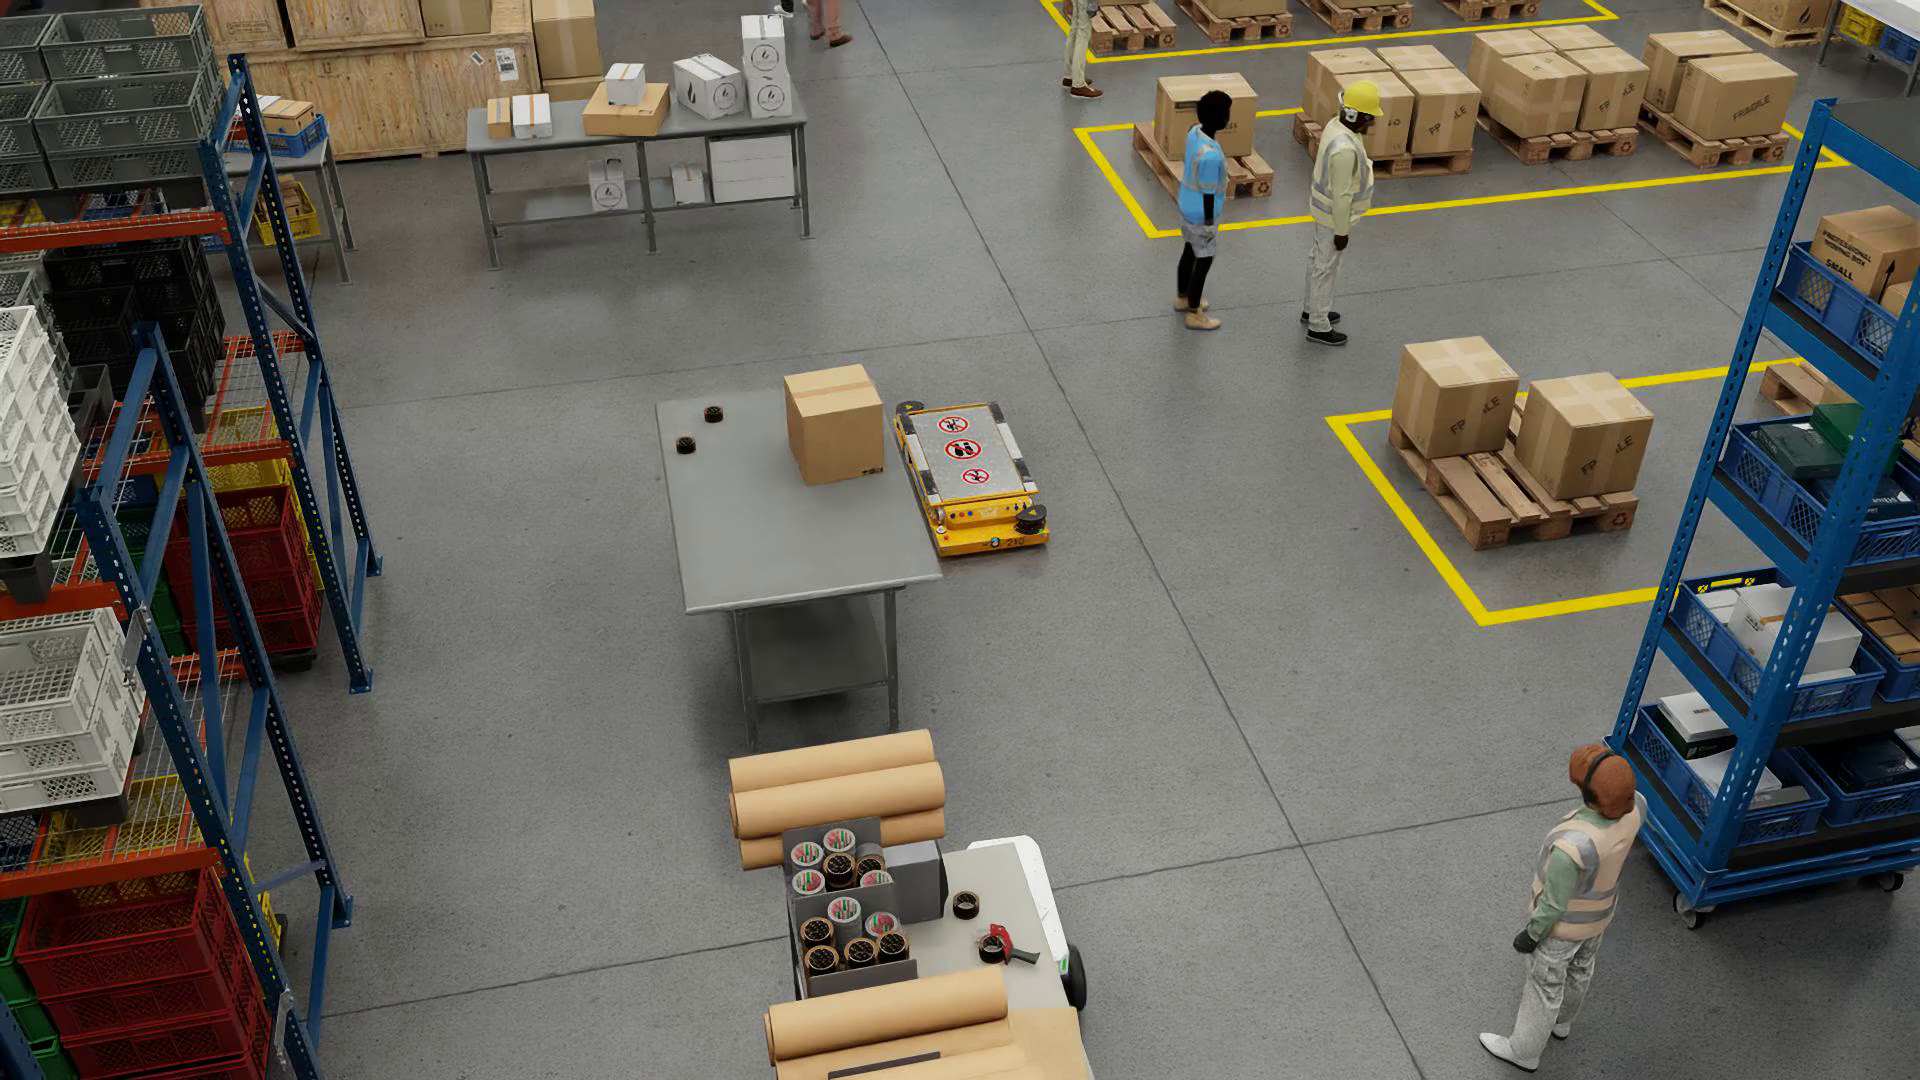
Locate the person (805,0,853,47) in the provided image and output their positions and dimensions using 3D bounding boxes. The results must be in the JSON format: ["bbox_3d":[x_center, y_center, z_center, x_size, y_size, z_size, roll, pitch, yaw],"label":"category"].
[{"bbox_3d":[-1.294,-5.690,15.826,0.646,1.908,0.405,15,39,19],"label":"person"}]

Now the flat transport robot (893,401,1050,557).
[{"bbox_3d":[0.046,-0.430,10.108,0.652,0.197,1.431,-8,37,-10],"label":"flat transport robot"}]

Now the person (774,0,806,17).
[{"bbox_3d":[-1.666,-6.174,16.471,0.585,1.910,0.389,-19,41,-23],"label":"person"}]

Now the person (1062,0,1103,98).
[{"bbox_3d":[1.113,-4.888,14.772,0.309,1.868,0.535,-8,37,-11],"label":"person"}]

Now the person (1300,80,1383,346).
[{"bbox_3d":[2.553,-2.210,11.212,0.404,1.821,0.589,3,37,4],"label":"person"}]

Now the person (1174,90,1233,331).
[{"bbox_3d":[1.665,-2.257,11.386,0.327,1.692,0.539,-3,37,-4],"label":"person"}]

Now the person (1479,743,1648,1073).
[{"bbox_3d":[2.363,1.440,6.456,0.514,1.640,0.310,-26,44,-30],"label":"person"}]

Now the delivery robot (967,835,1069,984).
[{"bbox_3d":[0.231,1.590,7.082,0.477,0.478,0.707,-6,37,-8],"label":"delivery robot"}]
